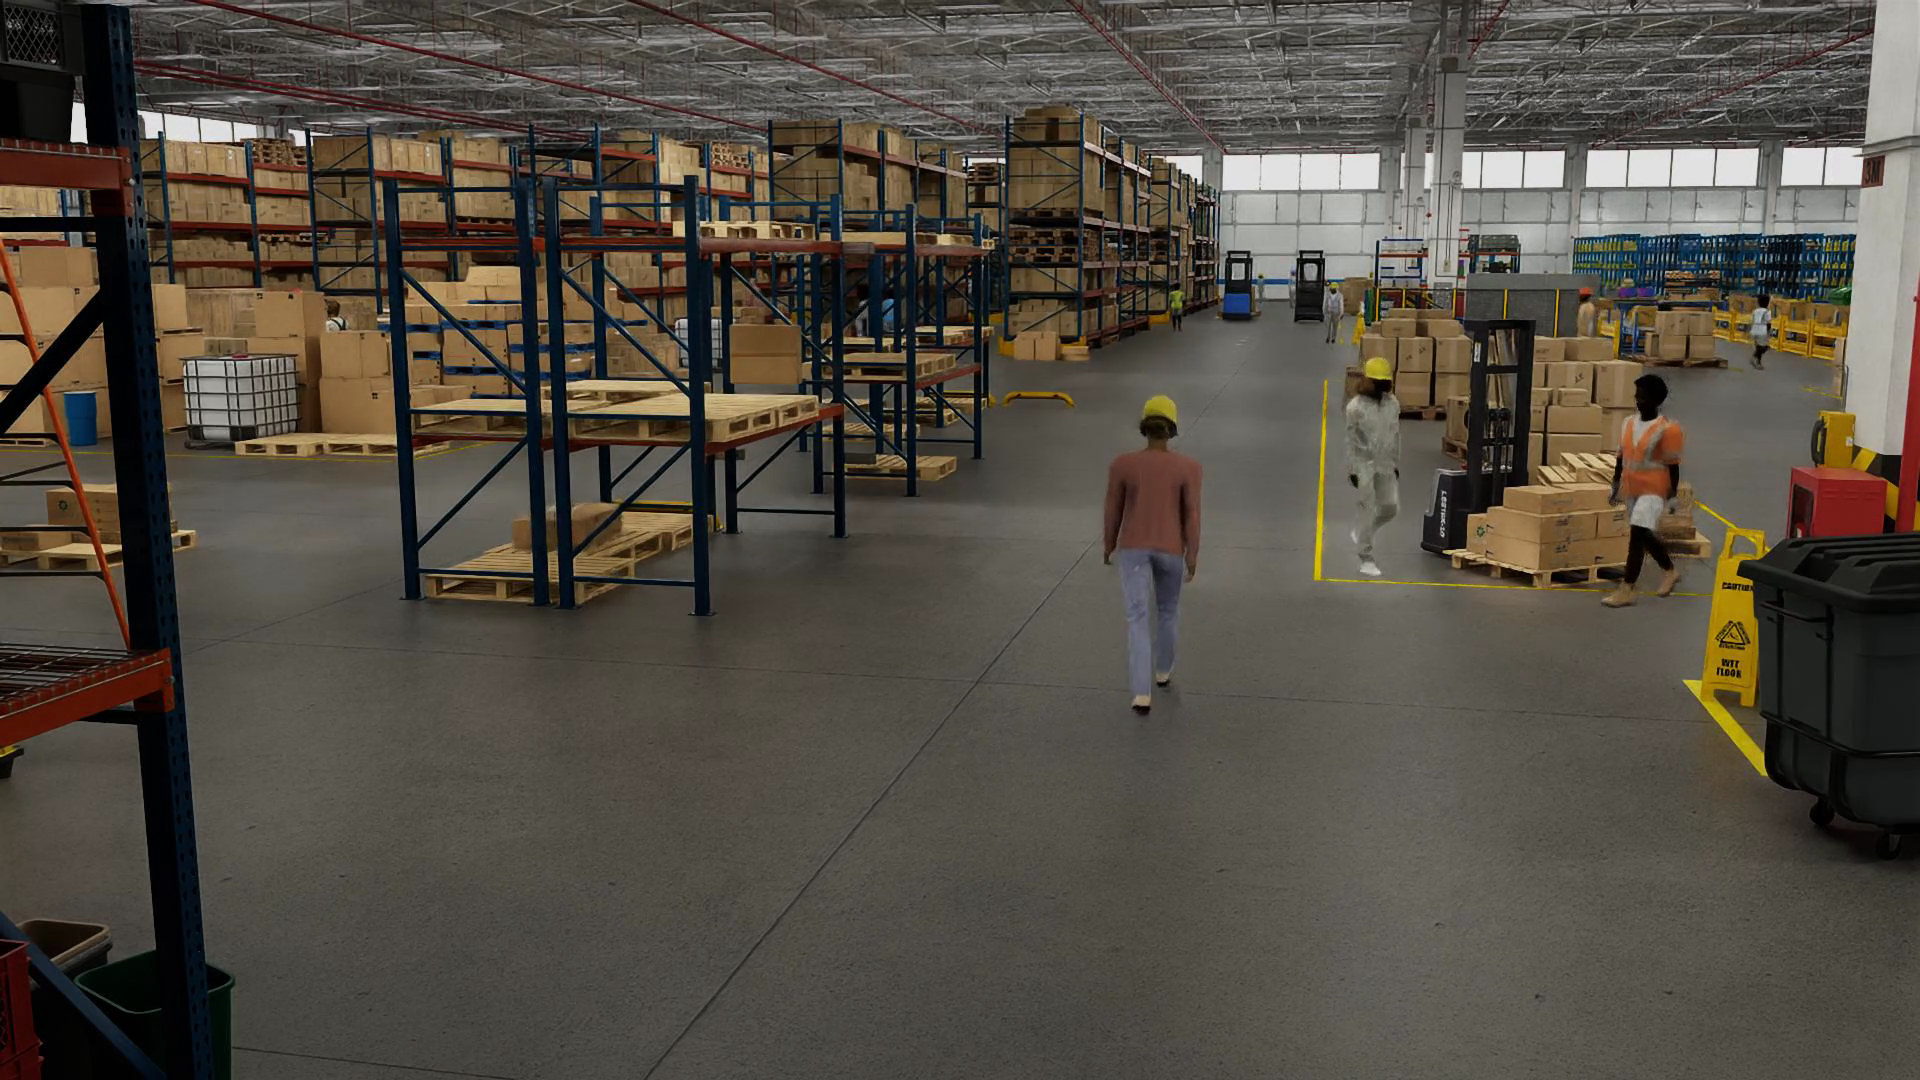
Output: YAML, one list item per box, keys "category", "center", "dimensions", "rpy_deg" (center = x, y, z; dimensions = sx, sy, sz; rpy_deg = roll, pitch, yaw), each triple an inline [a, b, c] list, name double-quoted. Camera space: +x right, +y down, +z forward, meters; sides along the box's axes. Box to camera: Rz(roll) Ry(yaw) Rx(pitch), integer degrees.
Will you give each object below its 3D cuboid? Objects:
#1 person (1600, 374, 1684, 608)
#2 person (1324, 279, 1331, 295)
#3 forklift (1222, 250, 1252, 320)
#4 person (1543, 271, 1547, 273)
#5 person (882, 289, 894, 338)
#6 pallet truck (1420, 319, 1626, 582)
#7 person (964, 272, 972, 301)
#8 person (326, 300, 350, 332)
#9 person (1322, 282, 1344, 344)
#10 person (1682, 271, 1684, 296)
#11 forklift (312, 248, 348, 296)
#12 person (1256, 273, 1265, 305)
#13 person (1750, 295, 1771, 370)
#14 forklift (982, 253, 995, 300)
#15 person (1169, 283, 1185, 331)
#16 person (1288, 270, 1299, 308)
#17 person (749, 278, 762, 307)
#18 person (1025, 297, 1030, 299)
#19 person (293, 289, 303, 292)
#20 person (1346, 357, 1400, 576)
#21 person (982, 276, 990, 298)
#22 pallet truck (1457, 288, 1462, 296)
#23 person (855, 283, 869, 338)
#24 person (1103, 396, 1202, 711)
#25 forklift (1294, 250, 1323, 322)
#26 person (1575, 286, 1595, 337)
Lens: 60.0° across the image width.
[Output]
- category: "person"
  center: [4.960, -0.366, 11.931]
  dimensions: [0.813, 1.666, 0.536]
  rpy_deg: [-4, 10, -20]
- category: "person"
  center: [15.610, -10.283, 70.810]
  dimensions: [0.491, 1.626, 0.284]
  rpy_deg: [-2, 10, -13]
- category: "forklift"
  center: [11.256, -10.330, 67.379]
  dimensions: [1.129, 2.768, 1.873]
  rpy_deg: [2, 10, 12]
- category: "person"
  center: [28.173, -12.001, 80.149]
  dimensions: [0.643, 1.910, 0.400]
  rpy_deg: [7, 12, 37]
- category: "person"
  center: [-1.832, -5.820, 44.166]
  dimensions: [0.533, 1.698, 0.322]
  rpy_deg: [3, 10, 18]
- category: "pallet truck"
  center: [4.543, -0.757, 13.299]
  dimensions: [0.823, 1.965, 1.885]
  rpy_deg: [-4, 10, -22]
- category: "person"
  center: [0.457, -11.478, 76.958]
  dimensions: [0.543, 1.939, 0.360]
  rpy_deg: [1, 10, 8]
- category: "person"
  center: [-9.686, -2.801, 25.851]
  dimensions: [0.345, 1.847, 0.504]
  rpy_deg: [3, 10, 18]
- category: "person"
  center: [10.940, -6.648, 48.788]
  dimensions: [0.621, 1.785, 0.898]
  rpy_deg: [3, 10, 15]
- category: "person"
  center: [35.507, -12.308, 81.850]
  dimensions: [0.481, 1.973, 0.650]
  rpy_deg: [5, 11, 29]
- category: "forklift"
  center: [-19.105, -7.489, 50.553]
  dimensions: [1.129, 2.768, 1.873]
  rpy_deg: [2, 10, 12]
- category: "person"
  center: [16.249, -13.586, 90.085]
  dimensions: [0.566, 1.725, 0.505]
  rpy_deg: [9, 13, 41]
- category: "person"
  center: [17.882, -4.627, 37.157]
  dimensions: [0.516, 1.677, 0.537]
  rpy_deg: [-4, 10, -22]
- category: "forklift"
  center: [1.812, -15.143, 95.879]
  dimensions: [1.873, 2.768, 1.129]
  rpy_deg: [2, 10, 12]
- category: "person"
  center: [7.463, -8.034, 57.341]
  dimensions: [0.537, 1.679, 0.364]
  rpy_deg: [0, 10, 1]
- category: "person"
  center: [16.935, -12.743, 84.438]
  dimensions: [0.620, 1.936, 0.491]
  rpy_deg: [-4, 10, -21]
- category: "person"
  center: [-6.465, -7.344, 52.682]
  dimensions: [0.432, 1.878, 0.890]
  rpy_deg: [1, 10, 6]
- category: "person"
  center: [2.503, -8.263, 57.923]
  dimensions: [0.631, 1.940, 0.372]
  rpy_deg: [-9, 13, -43]
- category: "person"
  center: [-13.547, -4.169, 33.869]
  dimensions: [0.934, 1.886, 0.554]
  rpy_deg: [7, 12, 34]
- category: "person"
  center: [3.222, -0.583, 13.085]
  dimensions: [0.516, 1.714, 0.523]
  rpy_deg: [-4, 10, -22]
- category: "person"
  center: [1.445, -13.643, 89.936]
  dimensions: [0.650, 1.883, 0.750]
  rpy_deg: [2, 10, 14]
- category: "pallet truck"
  center: [20.506, -9.785, 68.819]
  dimensions: [0.653, 1.274, 1.630]
  rpy_deg: [2, 10, 12]
- category: "person"
  center: [-2.057, -4.543, 35.830]
  dimensions: [0.528, 1.954, 0.626]
  rpy_deg: [-1, 10, -6]
- category: "person"
  center: [1.071, 0.054, 9.310]
  dimensions: [0.538, 1.716, 0.916]
  rpy_deg: [1, 10, 6]
- category: "forklift"
  center: [13.778, -10.002, 65.433]
  dimensions: [1.129, 2.768, 1.873]
  rpy_deg: [2, 10, 12]
- category: "person"
  center: [13.401, -4.457, 35.482]
  dimensions: [0.866, 1.913, 0.550]
  rpy_deg: [0, 10, -2]
